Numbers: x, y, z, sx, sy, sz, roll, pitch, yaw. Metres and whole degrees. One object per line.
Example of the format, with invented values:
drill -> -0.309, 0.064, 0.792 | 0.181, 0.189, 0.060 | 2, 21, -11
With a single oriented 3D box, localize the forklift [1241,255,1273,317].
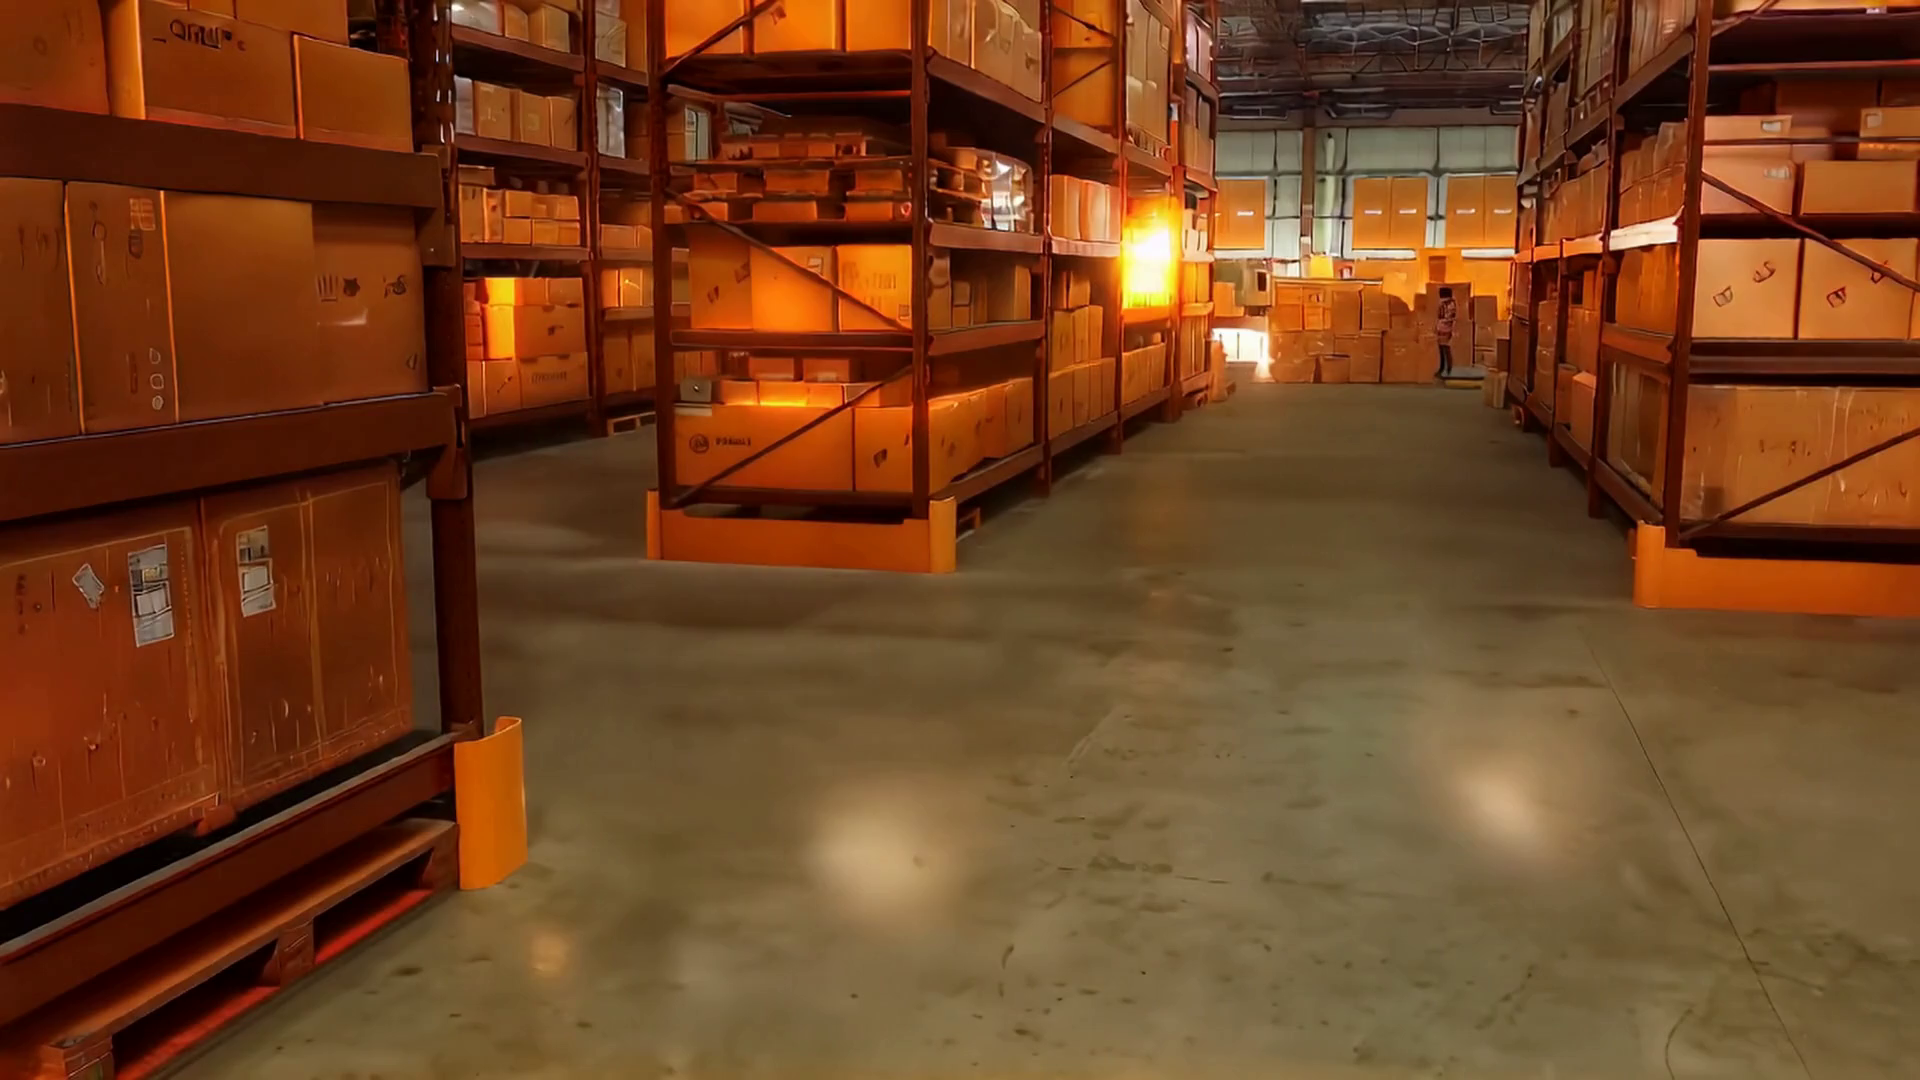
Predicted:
forklift -> 10.551, -8.662, 58.805 | 1.129, 2.768, 1.873 | 2, 9, 15

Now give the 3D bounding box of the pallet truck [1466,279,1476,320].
pallet truck -> 18.896, -8.459, 60.307 | 1.885, 1.965, 0.823 | 5, 10, 31

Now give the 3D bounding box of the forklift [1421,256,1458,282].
forklift -> 12.355, -6.175, 43.004 | 1.129, 2.768, 1.873 | 2, 9, 15

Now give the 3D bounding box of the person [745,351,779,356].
person -> -2.262, -1.994, 19.807 | 0.631, 1.824, 0.777 | 3, 9, 19

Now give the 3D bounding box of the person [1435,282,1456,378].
person -> 9.873, -4.275, 33.917 | 0.379, 1.937, 0.547 | -2, 9, -11
